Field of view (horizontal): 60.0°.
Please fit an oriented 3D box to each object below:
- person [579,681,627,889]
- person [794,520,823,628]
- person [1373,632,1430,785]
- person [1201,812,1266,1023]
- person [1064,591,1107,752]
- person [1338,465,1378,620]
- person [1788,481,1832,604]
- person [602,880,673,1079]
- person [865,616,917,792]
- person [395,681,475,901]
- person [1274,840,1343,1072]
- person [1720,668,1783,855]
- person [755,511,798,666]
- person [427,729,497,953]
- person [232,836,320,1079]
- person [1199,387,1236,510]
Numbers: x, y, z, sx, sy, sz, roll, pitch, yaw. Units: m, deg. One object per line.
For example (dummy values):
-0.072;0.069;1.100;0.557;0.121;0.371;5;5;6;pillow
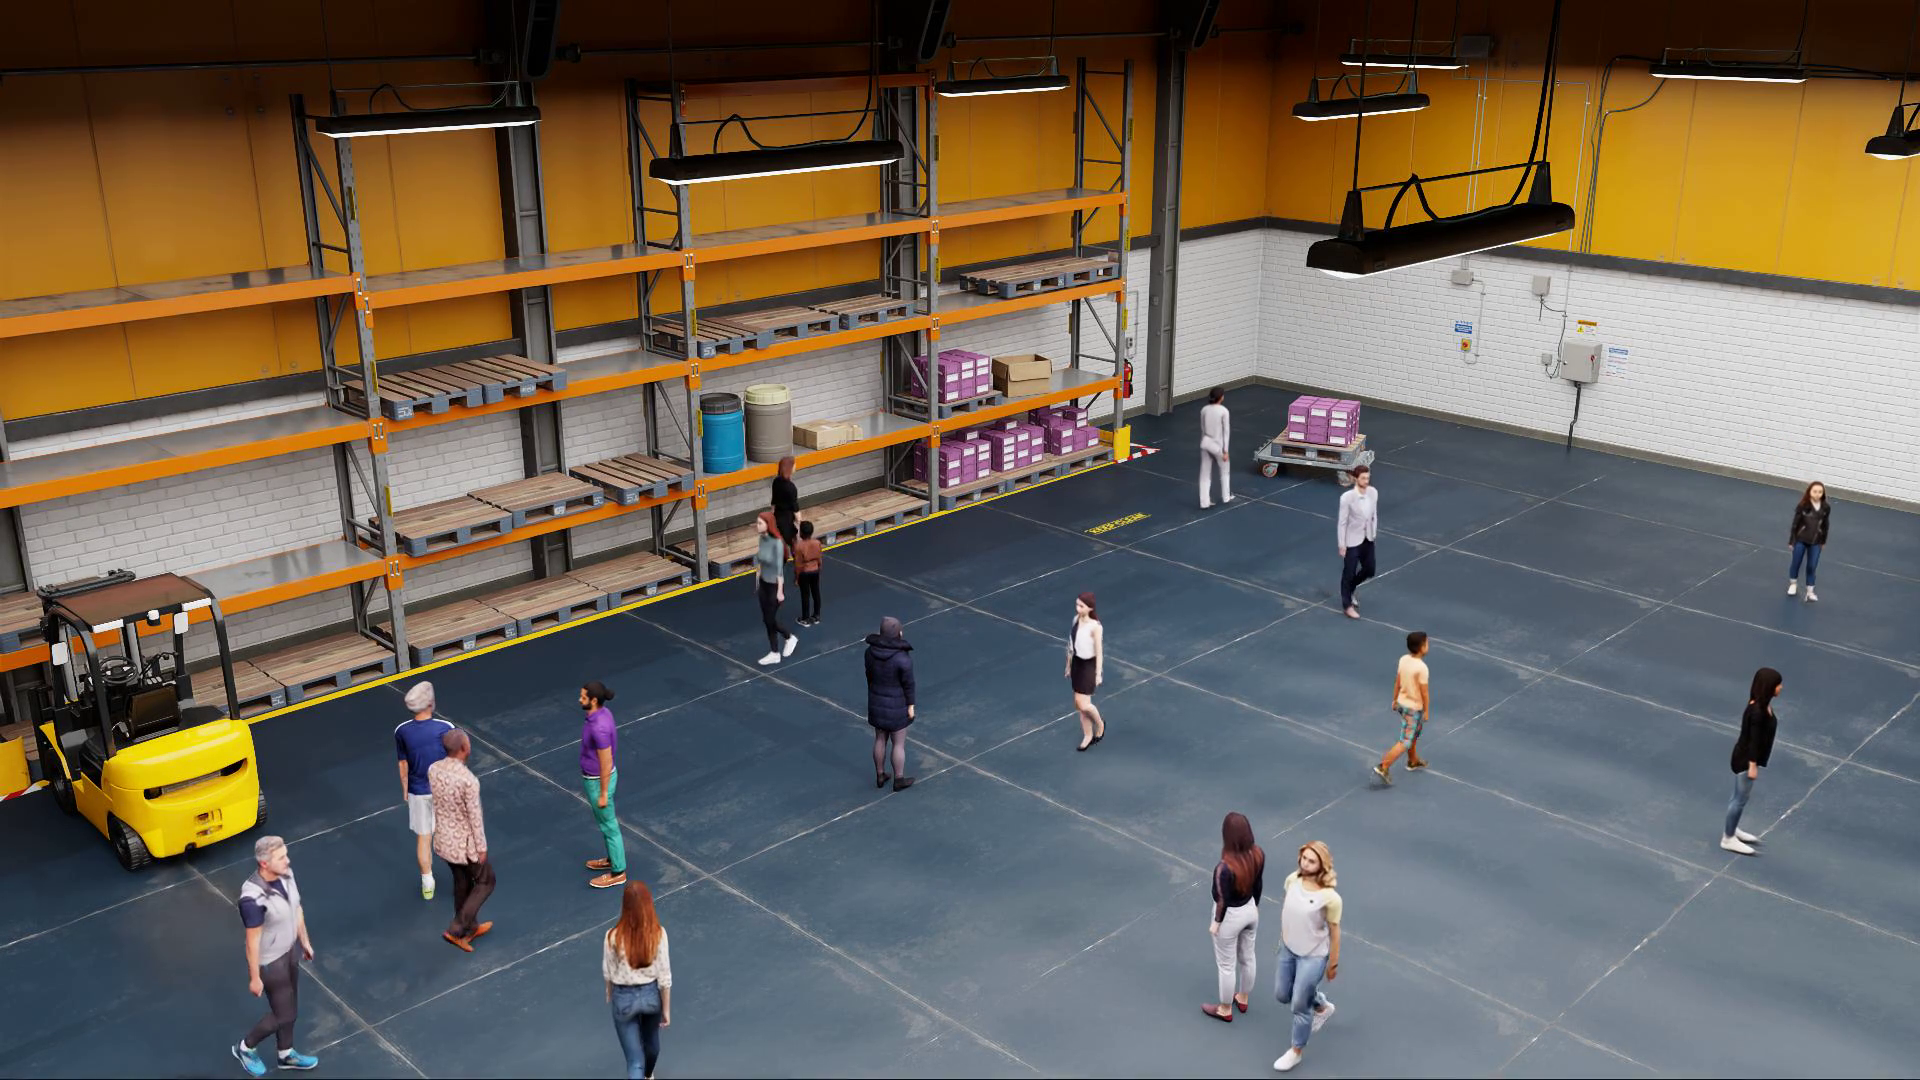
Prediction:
-2.920;1.967;13.581;0.709;1.768;0.713;-5;19;-16;person
-1.744;0.373;19.116;0.446;1.256;0.604;-14;23;-35;person
4.099;1.555;15.318;1.031;1.439;0.752;-8;20;-24;person
1.939;2.658;11.778;0.513;1.609;0.688;-13;23;-34;person
1.263;1.245;15.929;0.681;1.637;0.612;-12;22;-33;person
4.572;-0.019;19.373;0.798;1.834;0.891;-8;20;-23;person
10.155;-0.016;19.956;0.827;1.457;0.964;5;19;14;person
-2.050;3.013;10.602;1.148;1.687;0.989;-6;19;-16;person
-0.641;1.481;15.171;0.733;1.675;0.721;11;21;29;person
-4.237;2.006;13.360;0.683;1.835;0.772;-3;19;-8;person
2.395;2.776;11.267;0.865;1.711;0.693;-14;23;-36;person
6.701;1.846;14.133;0.671;1.645;0.540;10;21;27;person
-1.962;0.516;17.948;0.723;1.731;0.636;-14;23;-35;person
-3.825;2.307;12.545;0.794;1.786;0.874;12;22;31;person
-4.662;2.786;11.085;0.959;1.809;0.899;1;19;2;person
3.508;-1.267;23.273;0.704;1.711;0.926;15;24;38;person
